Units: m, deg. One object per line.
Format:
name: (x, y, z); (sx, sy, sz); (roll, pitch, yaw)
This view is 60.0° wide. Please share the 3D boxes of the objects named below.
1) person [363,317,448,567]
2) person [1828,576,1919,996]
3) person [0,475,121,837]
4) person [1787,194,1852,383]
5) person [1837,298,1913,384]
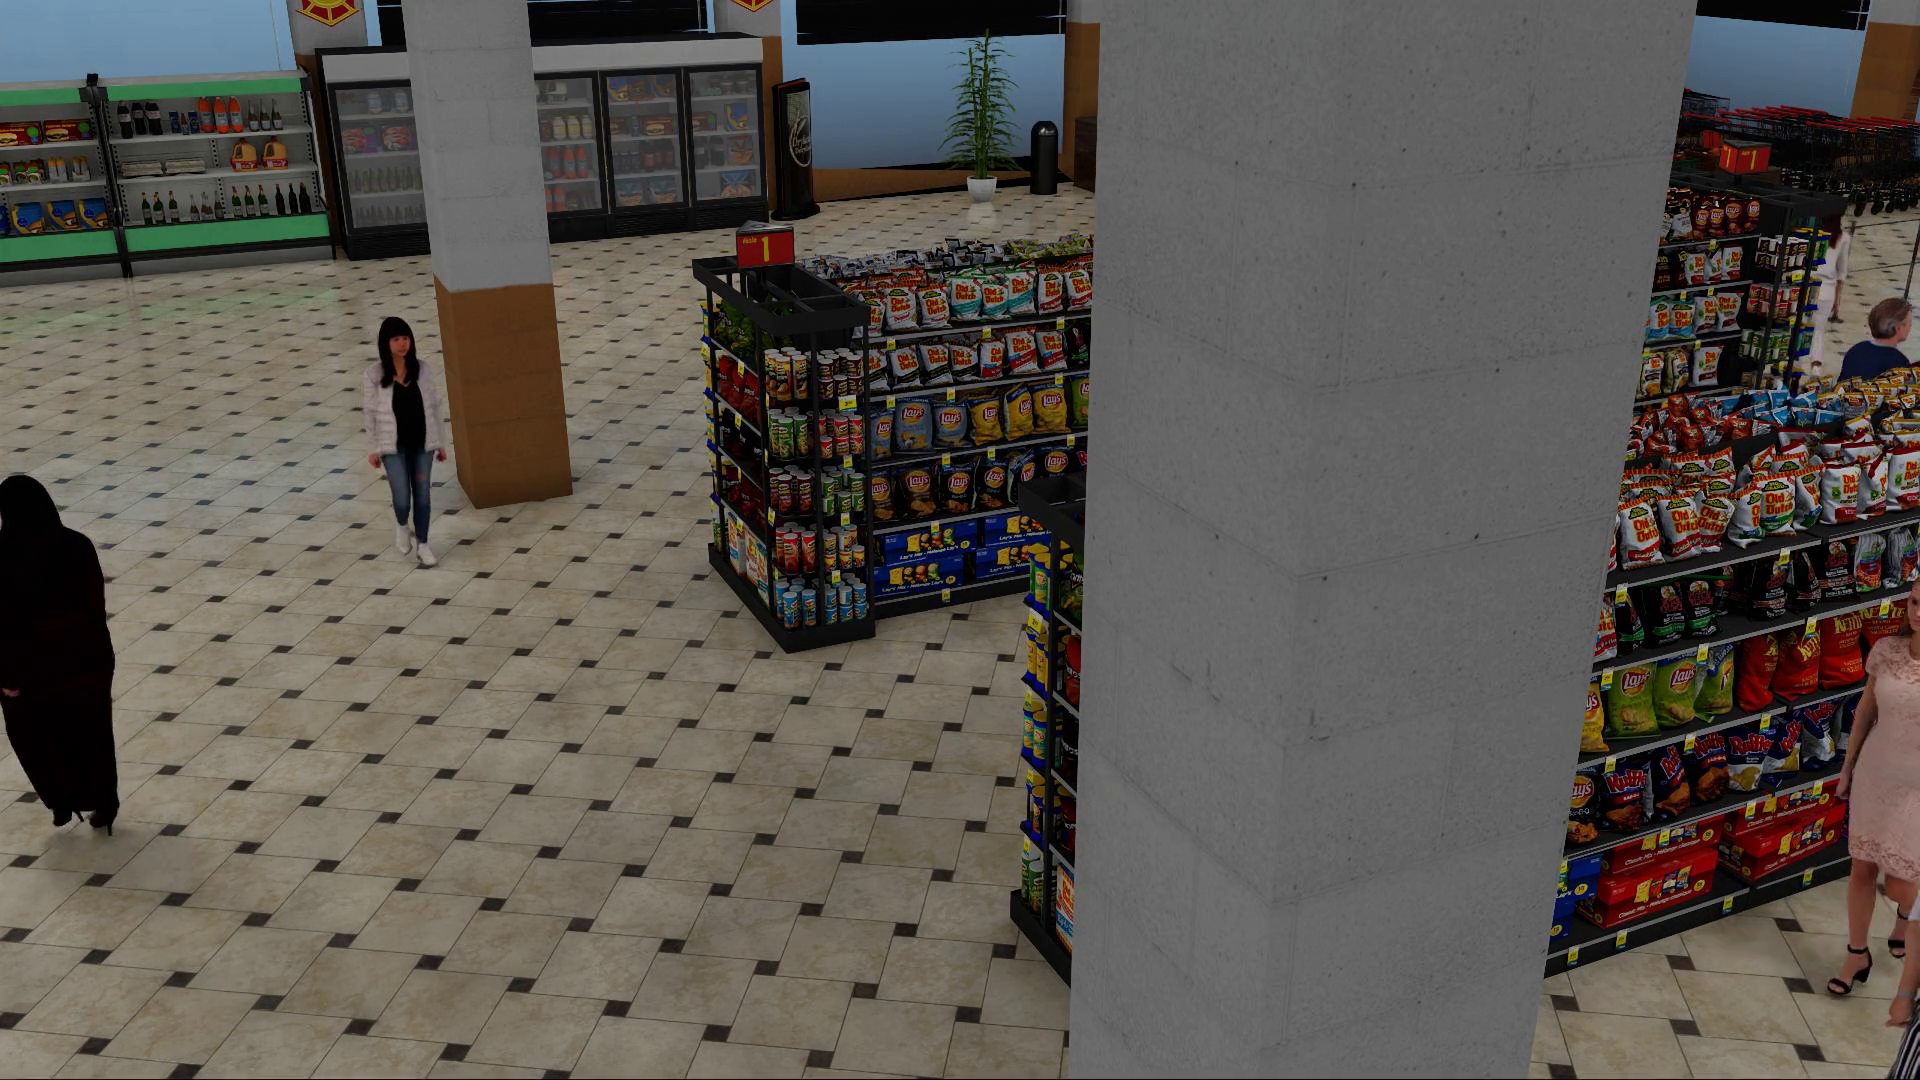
person: (-3.561, -0.641, 10.628); (0.634, 1.633, 0.748); (-14, 26, -31)
person: (3.686, 0.945, 6.435); (0.784, 1.816, 0.659); (-15, 26, -33)
person: (-4.012, 0.569, 7.463); (0.881, 1.747, 0.805); (18, 28, 37)
person: (7.254, -2.068, 14.117); (0.784, 1.679, 0.838); (3, 22, 7)
person: (5.388, -0.534, 10.059); (0.754, 1.859, 0.752); (-5, 22, -11)
